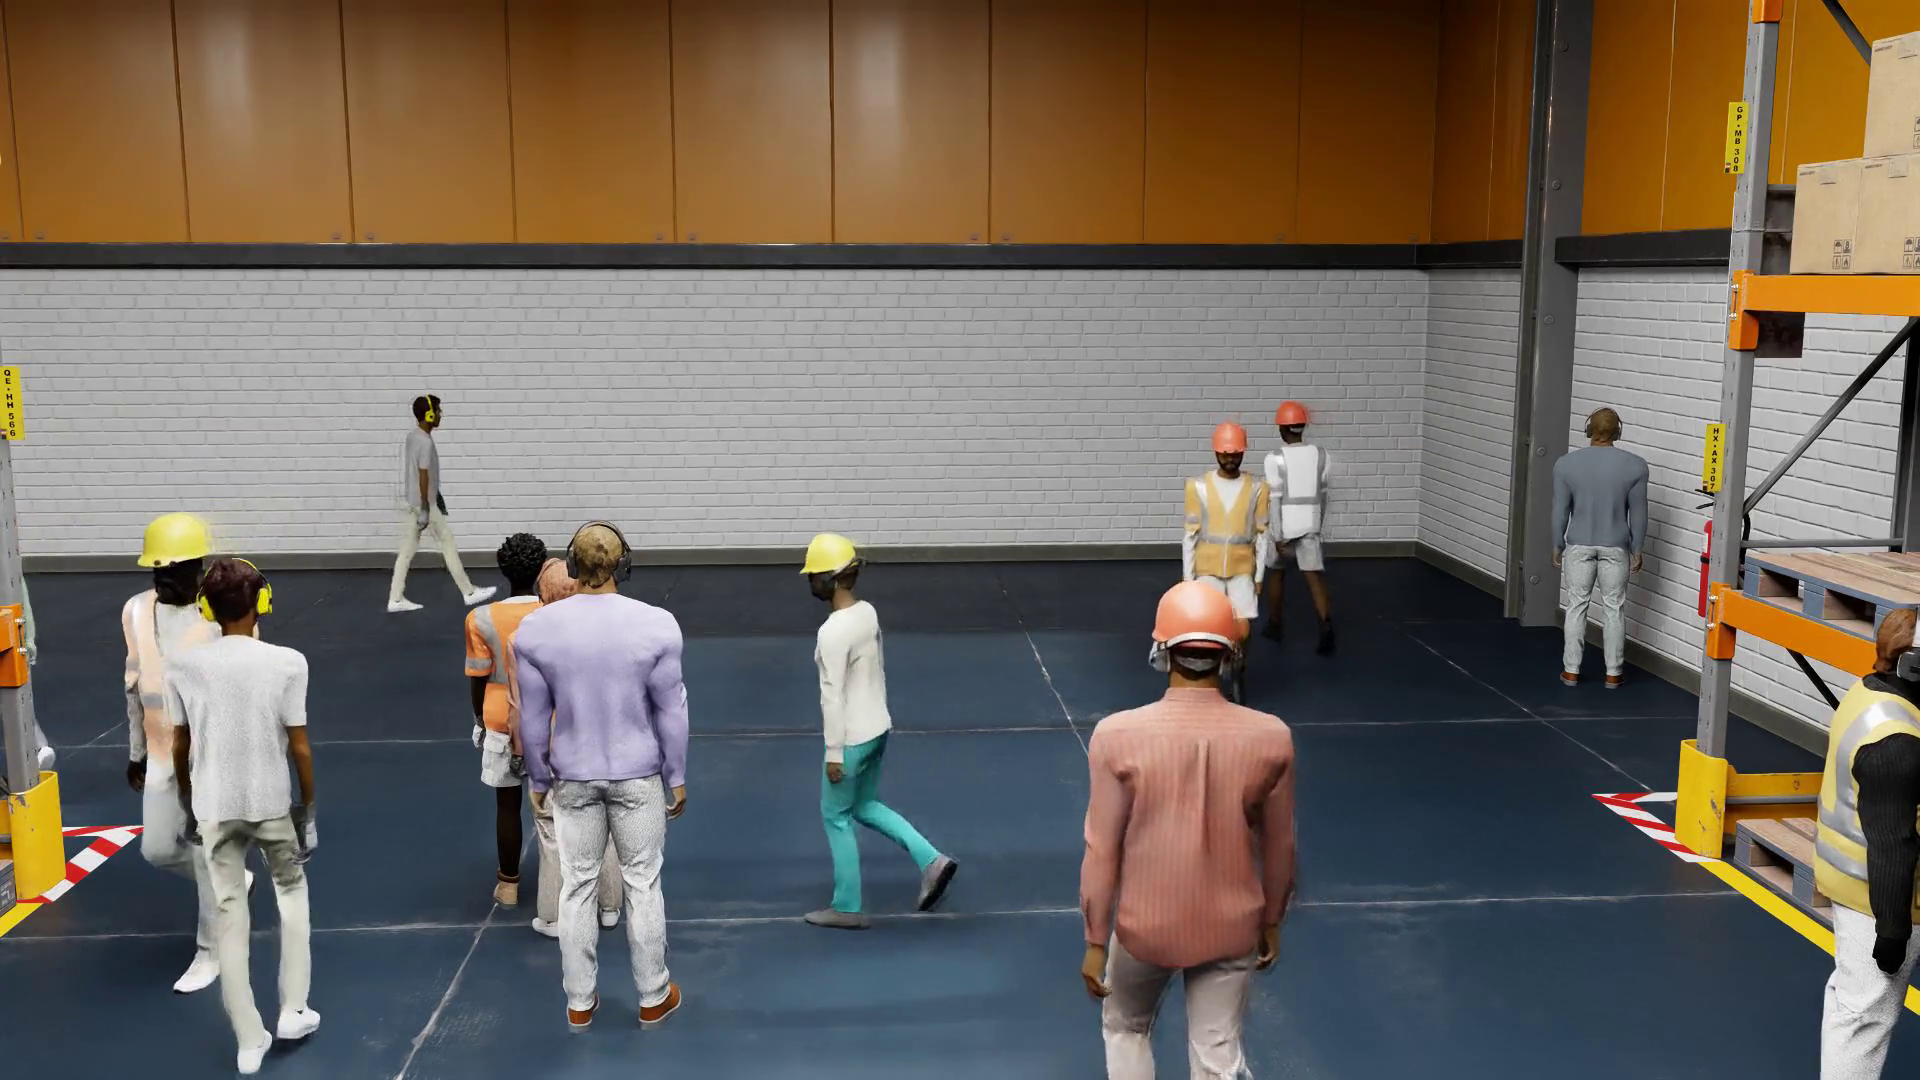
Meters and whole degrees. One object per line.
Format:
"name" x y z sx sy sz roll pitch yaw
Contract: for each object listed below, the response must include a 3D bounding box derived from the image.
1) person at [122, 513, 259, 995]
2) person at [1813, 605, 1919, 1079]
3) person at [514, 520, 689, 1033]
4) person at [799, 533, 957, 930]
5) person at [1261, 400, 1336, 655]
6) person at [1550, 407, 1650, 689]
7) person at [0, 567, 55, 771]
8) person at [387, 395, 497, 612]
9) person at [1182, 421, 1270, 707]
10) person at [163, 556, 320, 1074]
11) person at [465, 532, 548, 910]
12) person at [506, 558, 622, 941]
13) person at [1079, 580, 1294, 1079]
"person" -3.056 0.822 6.695 0.610 1.911 0.532 2 9 14
"person" 2.901 1.104 5.196 0.431 1.836 0.619 4 10 24
"person" -1.321 0.886 6.216 0.628 1.940 0.373 0 9 -2
"person" -0.385 0.833 7.156 0.622 1.736 0.555 3 10 18
"person" 2.561 -0.097 12.537 0.537 1.900 0.939 -2 9 -10
"person" 4.379 0.055 11.433 0.627 1.941 0.371 3 10 21
"person" -5.218 0.610 8.957 0.535 1.611 0.526 6 11 31
"person" -4.454 -0.313 14.107 0.963 1.828 0.538 -7 11 -37
"person" 1.692 0.196 10.627 0.557 1.923 0.395 1 9 6
"person" -2.572 0.970 6.003 0.497 1.842 0.561 -2 9 -14
"person" -1.930 0.810 7.450 0.535 1.697 0.318 -3 10 -19
"person" -1.670 0.892 7.108 0.512 1.641 0.309 -4 10 -26
"person" 0.652 1.091 4.818 0.649 1.969 0.599 -1 9 -6
